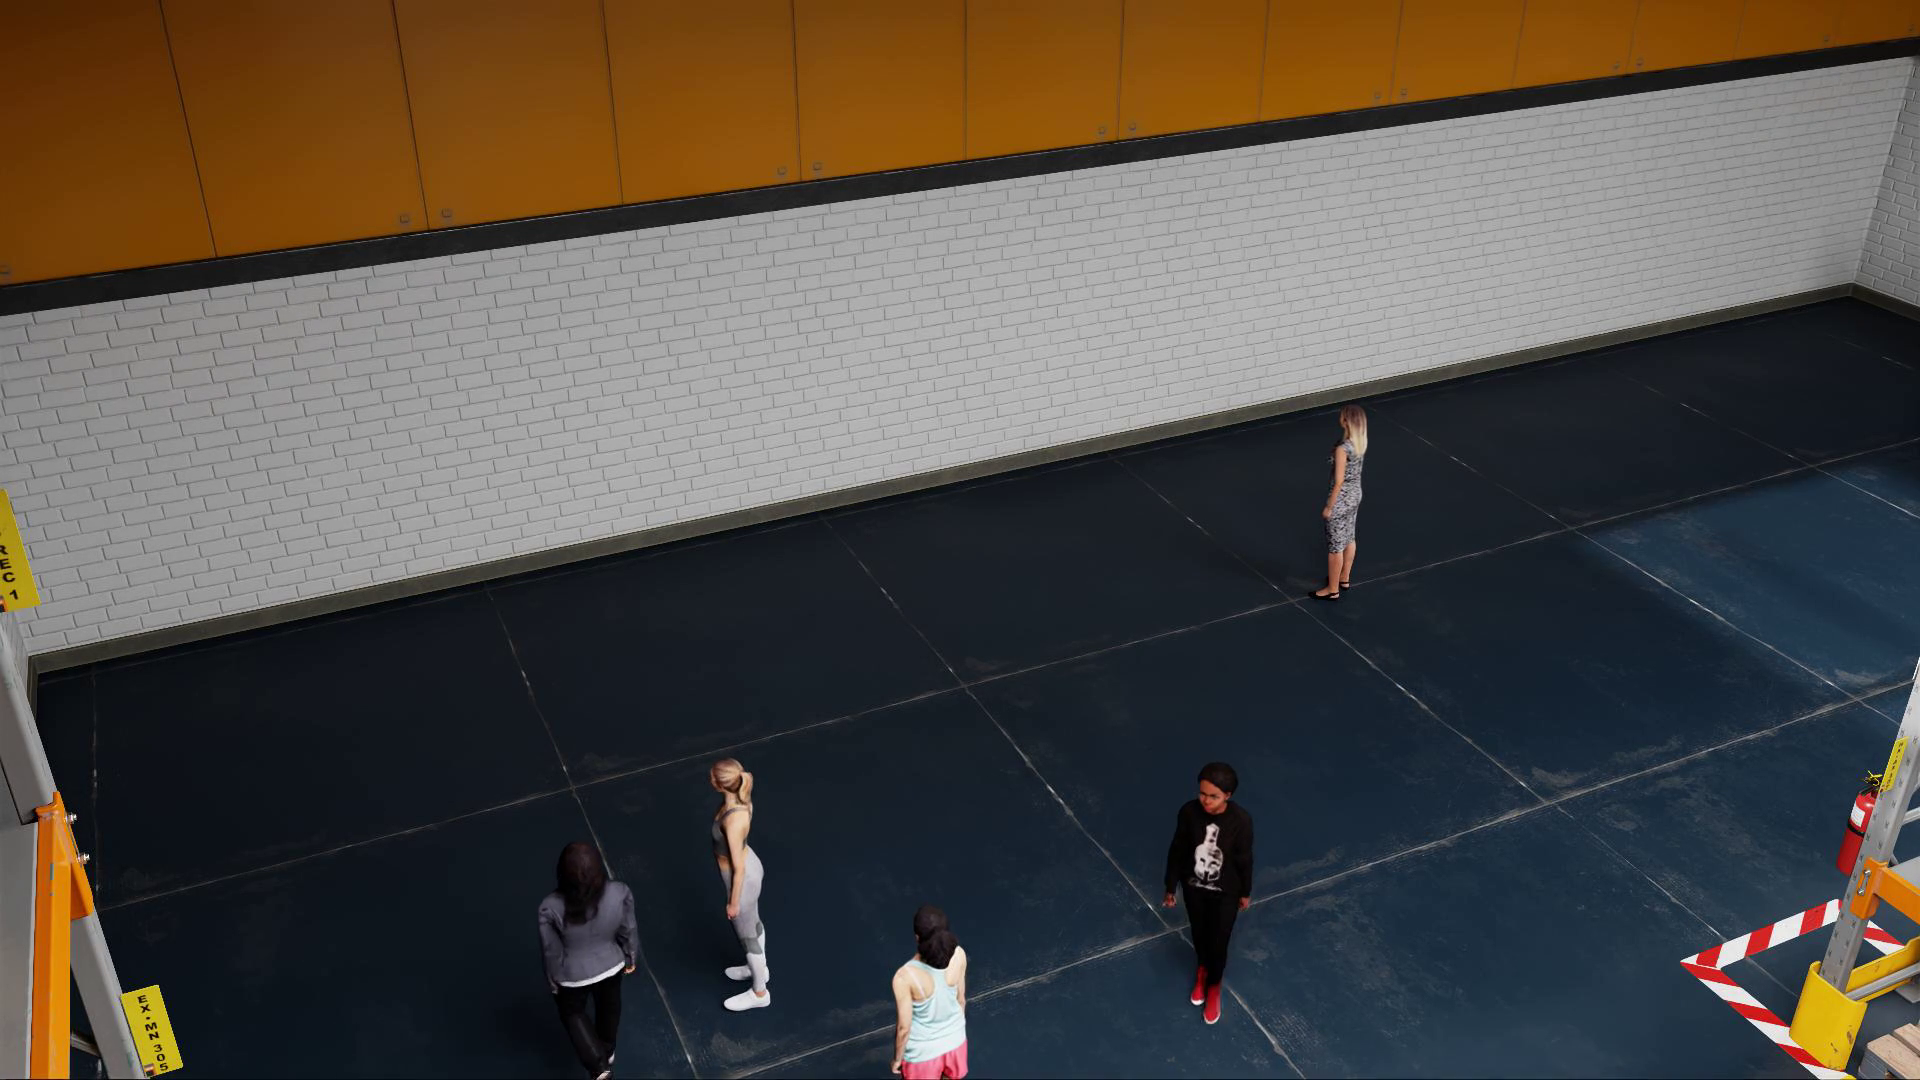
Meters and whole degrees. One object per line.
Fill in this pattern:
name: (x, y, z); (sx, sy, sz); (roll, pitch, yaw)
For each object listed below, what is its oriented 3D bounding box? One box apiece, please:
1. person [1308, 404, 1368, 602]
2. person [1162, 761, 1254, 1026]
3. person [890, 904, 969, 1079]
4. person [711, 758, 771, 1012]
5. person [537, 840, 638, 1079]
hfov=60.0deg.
person: (3.112, -0.307, 13.454); (0.624, 1.705, 0.632); (22, 36, 35)
person: (1.445, 1.910, 9.431); (0.755, 1.665, 0.822); (12, 31, 21)
person: (-0.138, 2.504, 8.239); (0.601, 1.764, 0.599); (-17, 33, -28)
person: (-1.230, 1.919, 9.373); (0.686, 1.705, 0.565); (-1, 29, -2)
person: (-1.961, 2.283, 8.832); (0.672, 1.585, 0.823); (-14, 31, -23)
